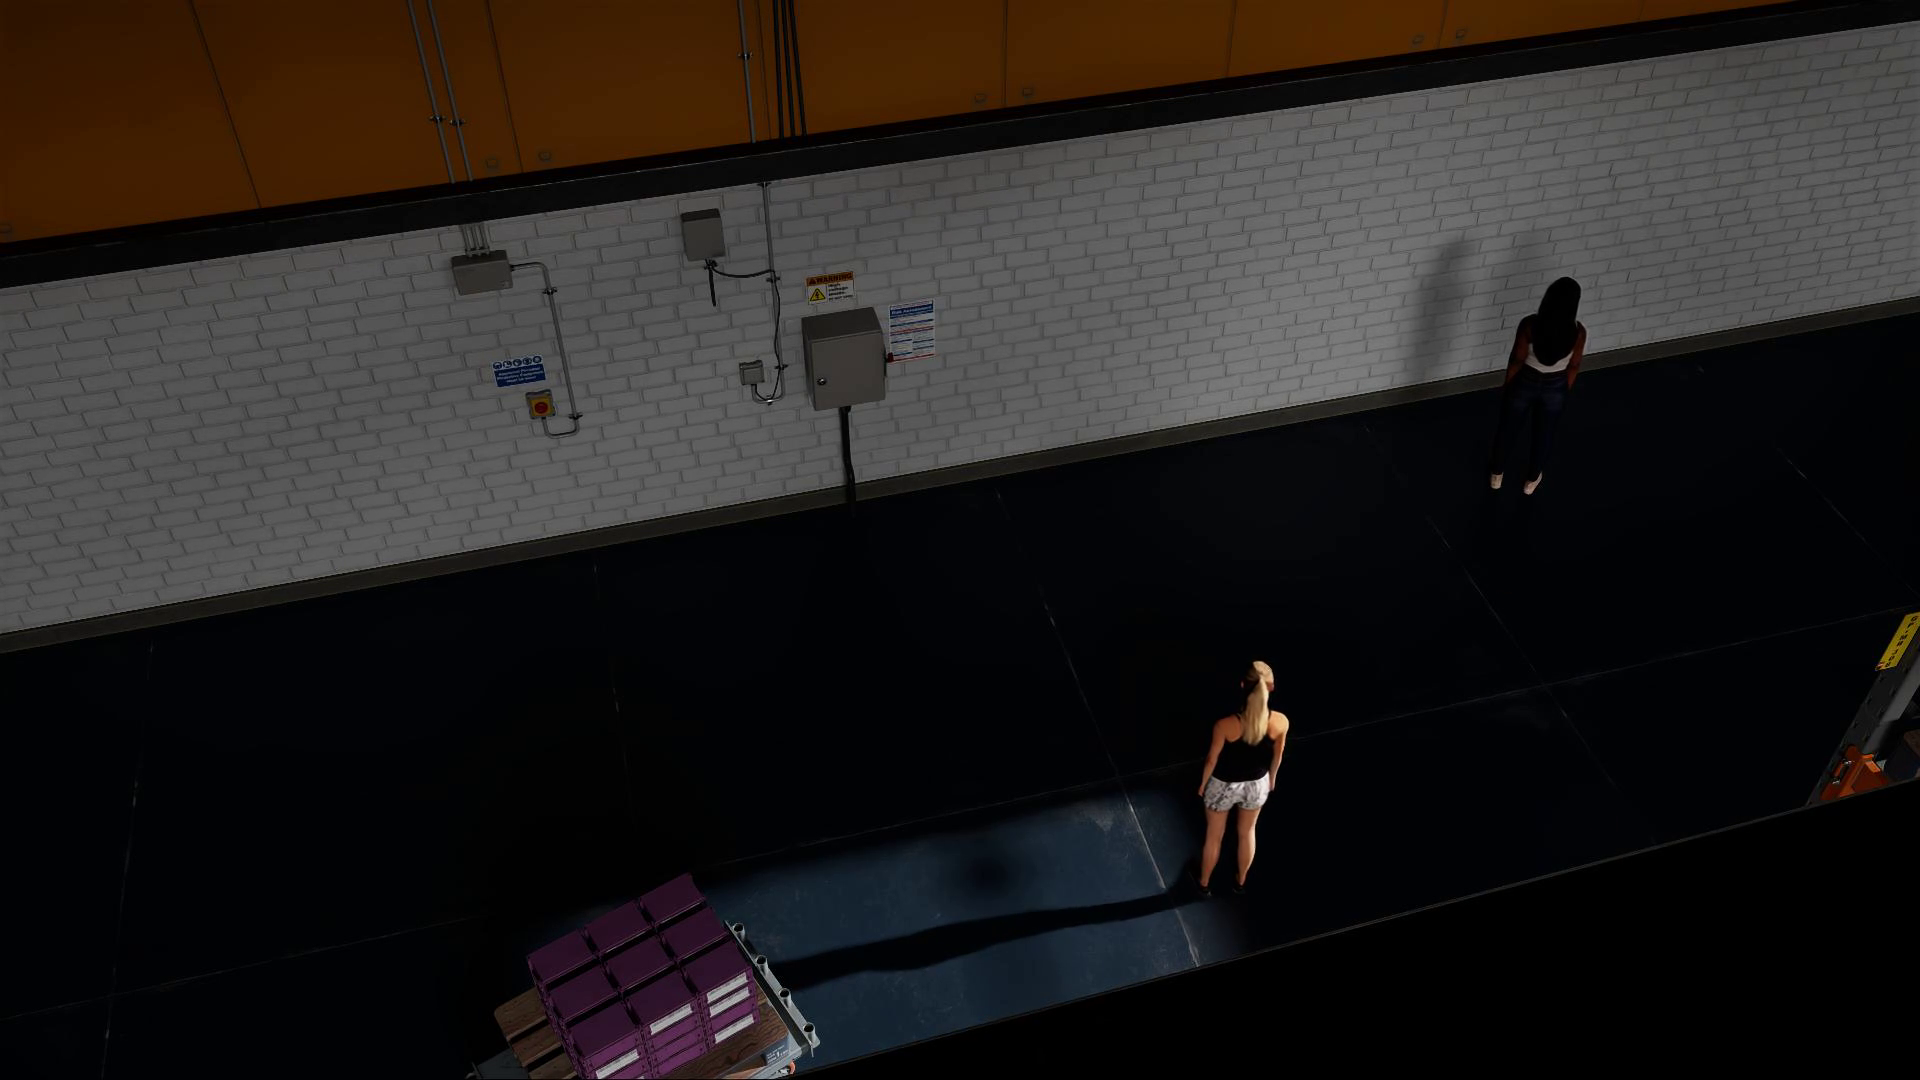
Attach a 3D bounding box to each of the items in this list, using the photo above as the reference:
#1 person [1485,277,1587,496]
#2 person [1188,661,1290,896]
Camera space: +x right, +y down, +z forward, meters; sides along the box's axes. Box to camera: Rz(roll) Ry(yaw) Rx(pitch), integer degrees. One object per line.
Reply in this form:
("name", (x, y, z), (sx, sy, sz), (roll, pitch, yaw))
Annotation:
("person", (4.141, -1.087, 11.918), (0.747, 1.807, 0.781), (14, 45, 14))
("person", (1.561, 1.367, 9.319), (0.629, 1.840, 0.572), (-3, 44, -3))
